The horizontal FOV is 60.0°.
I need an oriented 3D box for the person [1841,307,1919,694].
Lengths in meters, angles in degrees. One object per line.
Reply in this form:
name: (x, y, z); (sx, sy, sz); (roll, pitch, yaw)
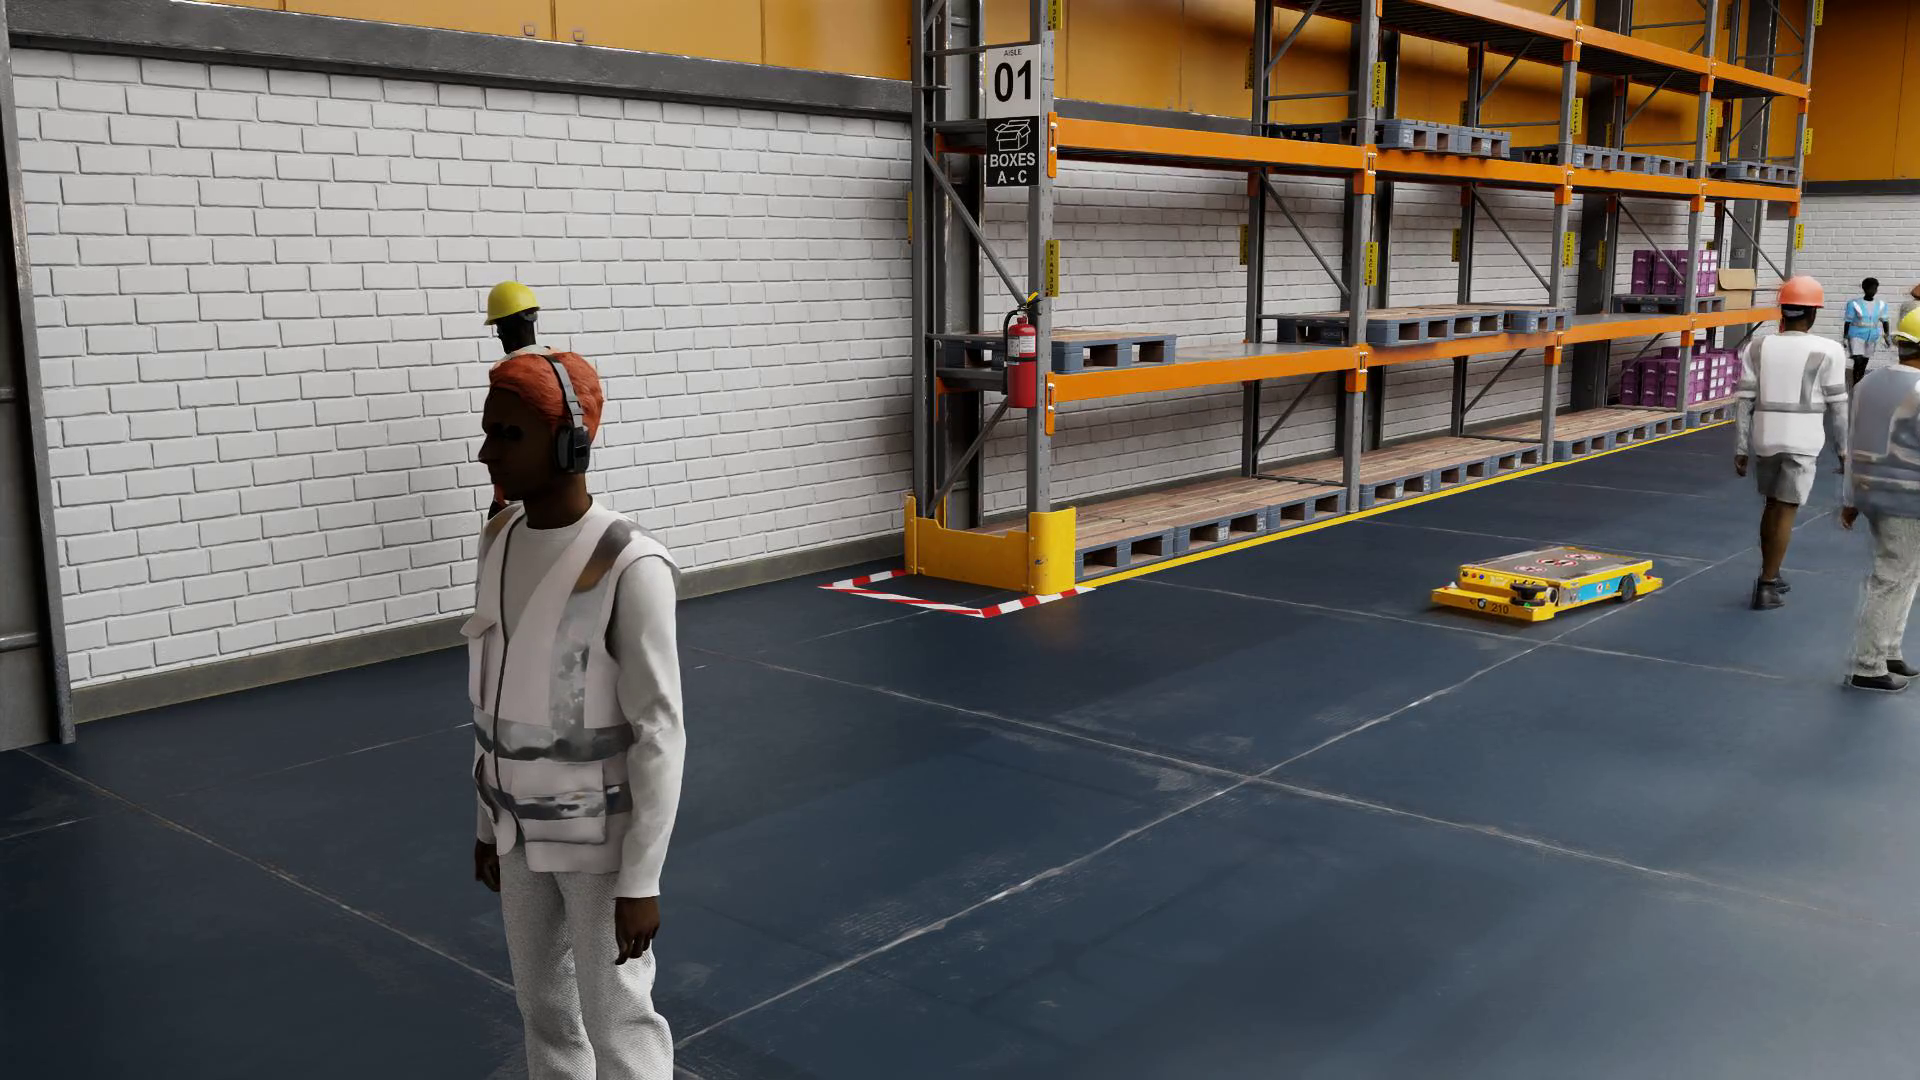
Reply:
person: (4.430, -0.171, 7.691); (0.580, 1.812, 0.626); (-1, 10, -5)

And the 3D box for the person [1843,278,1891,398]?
person: (12.389, -2.741, 22.717); (0.556, 1.654, 0.707); (0, 10, 0)

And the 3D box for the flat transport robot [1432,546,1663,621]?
flat transport robot: (3.471, 0.235, 9.778); (1.431, 0.197, 0.652); (-8, 13, -39)

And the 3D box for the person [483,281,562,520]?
person: (-2.091, -0.286, 8.061); (0.382, 1.918, 0.585); (3, 10, 18)

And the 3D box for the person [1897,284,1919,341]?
person: (12.997, -2.703, 22.726); (0.430, 1.612, 0.527); (-3, 10, -15)

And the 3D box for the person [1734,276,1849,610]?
person: (4.858, -0.561, 9.654); (0.808, 1.907, 0.555); (-8, 13, -38)

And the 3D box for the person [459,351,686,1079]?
person: (-0.762, 0.581, 3.221); (0.575, 1.883, 0.355); (9, 13, 40)
